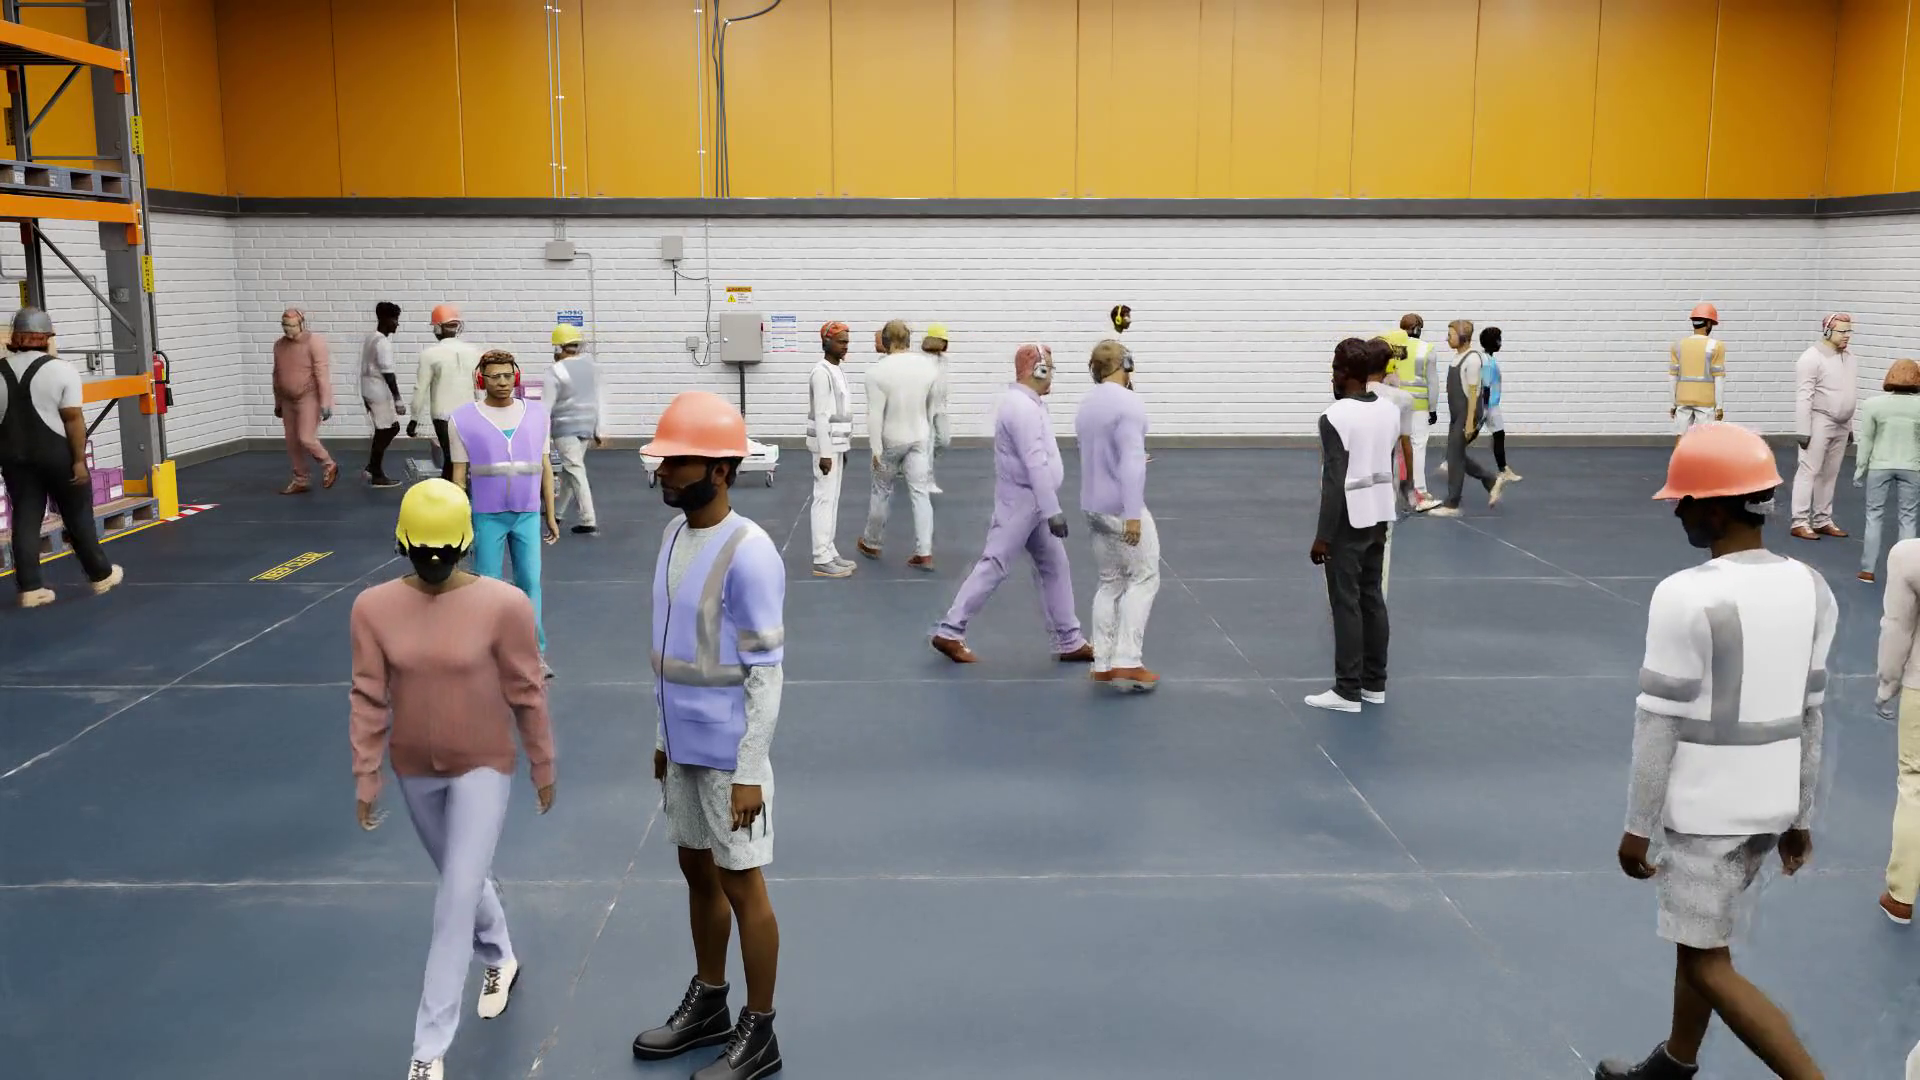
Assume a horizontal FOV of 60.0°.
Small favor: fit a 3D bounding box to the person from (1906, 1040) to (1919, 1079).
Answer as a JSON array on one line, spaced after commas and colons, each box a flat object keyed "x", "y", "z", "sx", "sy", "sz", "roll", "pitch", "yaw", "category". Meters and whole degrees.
[{"x": 1.196, "y": 1.032, "z": 1.466, "sx": 0.614, "sy": 2.013, "sz": 0.823, "roll": -3, "pitch": 10, "yaw": -19, "category": "person"}]

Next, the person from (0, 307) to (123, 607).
[{"x": -6.207, "y": -0.594, "z": 11.352, "sx": 0.703, "sy": 2.000, "sz": 0.825, "roll": 0, "pitch": 9, "yaw": 1, "category": "person"}]

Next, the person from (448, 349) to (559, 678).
[{"x": -2.507, "y": -0.129, "z": 9.141, "sx": 0.567, "sy": 1.839, "sz": 0.384, "roll": -6, "pitch": 11, "yaw": -33, "category": "person"}]

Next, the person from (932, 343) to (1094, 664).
[{"x": 0.333, "y": -0.199, "z": 9.539, "sx": 1.026, "sy": 1.851, "sz": 0.657, "roll": 2, "pitch": 9, "yaw": 9, "category": "person"}]

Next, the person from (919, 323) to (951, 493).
[{"x": -0.319, "y": -1.344, "z": 16.944, "sx": 0.494, "sy": 1.726, "sz": 0.501, "roll": 9, "pitch": 13, "yaw": 44, "category": "person"}]

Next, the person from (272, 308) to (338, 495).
[{"x": -6.591, "y": -1.388, "z": 16.704, "sx": 0.723, "sy": 1.881, "sz": 0.496, "roll": 4, "pitch": 10, "yaw": 24, "category": "person"}]

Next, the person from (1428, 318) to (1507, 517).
[{"x": 4.680, "y": -1.114, "z": 15.220, "sx": 0.684, "sy": 1.825, "sz": 0.513, "roll": 0, "pitch": 9, "yaw": -3, "category": "person"}]

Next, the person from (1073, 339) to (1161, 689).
[{"x": 0.840, "y": -0.135, "z": 9.021, "sx": 0.399, "sy": 1.885, "sz": 0.723, "roll": -4, "pitch": 10, "yaw": -26, "category": "person"}]

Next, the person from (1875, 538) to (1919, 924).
[{"x": 3.417, "y": 0.532, "z": 5.693, "sx": 0.507, "sy": 1.633, "sz": 0.278, "roll": 5, "pitch": 11, "yaw": 29, "category": "person"}]

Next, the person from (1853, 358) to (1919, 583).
[{"x": 6.726, "y": -0.491, "z": 11.972, "sx": 0.507, "sy": 1.632, "sz": 0.268, "roll": 4, "pitch": 10, "yaw": 22, "category": "person"}]

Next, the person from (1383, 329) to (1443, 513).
[{"x": 3.985, "y": -1.093, "z": 15.409, "sx": 0.964, "sy": 1.703, "sz": 0.534, "roll": 3, "pitch": 10, "yaw": 19, "category": "person"}]

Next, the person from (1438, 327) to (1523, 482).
[{"x": 5.561, "y": -1.446, "z": 17.727, "sx": 0.844, "sy": 1.662, "sz": 0.527, "roll": 0, "pitch": 9, "yaw": 3, "category": "person"}]

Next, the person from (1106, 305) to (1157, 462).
[{"x": 1.941, "y": -1.812, "z": 19.449, "sx": 0.863, "sy": 1.836, "sz": 0.541, "roll": 1, "pitch": 9, "yaw": 3, "category": "person"}]

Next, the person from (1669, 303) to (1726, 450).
[{"x": 7.260, "y": -1.356, "z": 16.376, "sx": 0.373, "sy": 1.928, "sz": 0.543, "roll": -8, "pitch": 12, "yaw": -42, "category": "person"}]

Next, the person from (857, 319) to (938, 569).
[{"x": -0.468, "y": -0.738, "z": 12.730, "sx": 0.639, "sy": 1.889, "sz": 0.991, "roll": -5, "pitch": 10, "yaw": -26, "category": "person"}]

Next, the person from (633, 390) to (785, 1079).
[{"x": -0.699, "y": 0.556, "z": 4.606, "sx": 0.354, "sy": 1.942, "sz": 0.545, "roll": -7, "pitch": 12, "yaw": -38, "category": "person"}]

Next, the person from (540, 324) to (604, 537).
[{"x": -3.414, "y": -0.937, "z": 14.192, "sx": 0.873, "sy": 1.792, "sz": 0.621, "roll": 6, "pitch": 11, "yaw": 31, "category": "person"}]

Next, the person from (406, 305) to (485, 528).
[{"x": -4.550, "y": -1.090, "z": 14.671, "sx": 1.007, "sy": 1.938, "sz": 0.631, "roll": 6, "pitch": 11, "yaw": 34, "category": "person"}]

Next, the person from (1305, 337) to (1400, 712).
[{"x": 2.036, "y": -0.075, "z": 8.545, "sx": 0.594, "sy": 1.917, "sz": 0.373, "roll": -9, "pitch": 13, "yaw": -43, "category": "person"}]

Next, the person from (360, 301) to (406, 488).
[{"x": -5.962, "y": -1.496, "z": 17.212, "sx": 0.458, "sy": 1.936, "sz": 0.634, "roll": -5, "pitch": 10, "yaw": -27, "category": "person"}]

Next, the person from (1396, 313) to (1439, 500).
[{"x": 4.370, "y": -1.284, "z": 16.216, "sx": 0.621, "sy": 1.838, "sz": 0.429, "roll": 7, "pitch": 12, "yaw": 36, "category": "person"}]

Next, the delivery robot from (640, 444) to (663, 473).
[{"x": -2.973, "y": -0.881, "z": 17.370, "sx": 0.707, "sy": 0.478, "sz": 0.477, "roll": 0, "pitch": 9, "yaw": -3, "category": "delivery robot"}]

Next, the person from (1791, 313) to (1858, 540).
[{"x": 7.287, "y": -0.948, "z": 13.969, "sx": 0.644, "sy": 1.900, "sz": 0.403, "roll": -5, "pitch": 11, "yaw": -28, "category": "person"}]

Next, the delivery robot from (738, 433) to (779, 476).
[{"x": -2.242, "y": -0.874, "z": 17.327, "sx": 0.707, "sy": 0.478, "sz": 0.477, "roll": -1, "pitch": 9, "yaw": -7, "category": "delivery robot"}]

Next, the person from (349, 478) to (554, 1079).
[{"x": -1.437, "y": 0.655, "z": 4.743, "sx": 0.537, "sy": 1.699, "sz": 0.904, "roll": 1, "pitch": 9, "yaw": 7, "category": "person"}]

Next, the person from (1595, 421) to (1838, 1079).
[{"x": 1.962, "y": 0.665, "z": 4.102, "sx": 0.541, "sy": 1.905, "sz": 0.865, "roll": -4, "pitch": 10, "yaw": -25, "category": "person"}]

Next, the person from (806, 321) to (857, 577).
[{"x": -0.953, "y": -0.675, "z": 12.334, "sx": 0.359, "sy": 1.882, "sz": 0.575, "roll": 1, "pitch": 9, "yaw": 7, "category": "person"}]

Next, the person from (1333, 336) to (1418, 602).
[{"x": 2.568, "y": -0.329, "z": 10.320, "sx": 0.524, "sy": 1.856, "sz": 0.425, "roll": 4, "pitch": 10, "yaw": 25, "category": "person"}]

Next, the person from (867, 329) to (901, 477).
[{"x": -0.799, "y": -1.477, "z": 18.047, "sx": 0.374, "sy": 1.616, "sz": 0.523, "roll": 4, "pitch": 10, "yaw": 22, "category": "person"}]
